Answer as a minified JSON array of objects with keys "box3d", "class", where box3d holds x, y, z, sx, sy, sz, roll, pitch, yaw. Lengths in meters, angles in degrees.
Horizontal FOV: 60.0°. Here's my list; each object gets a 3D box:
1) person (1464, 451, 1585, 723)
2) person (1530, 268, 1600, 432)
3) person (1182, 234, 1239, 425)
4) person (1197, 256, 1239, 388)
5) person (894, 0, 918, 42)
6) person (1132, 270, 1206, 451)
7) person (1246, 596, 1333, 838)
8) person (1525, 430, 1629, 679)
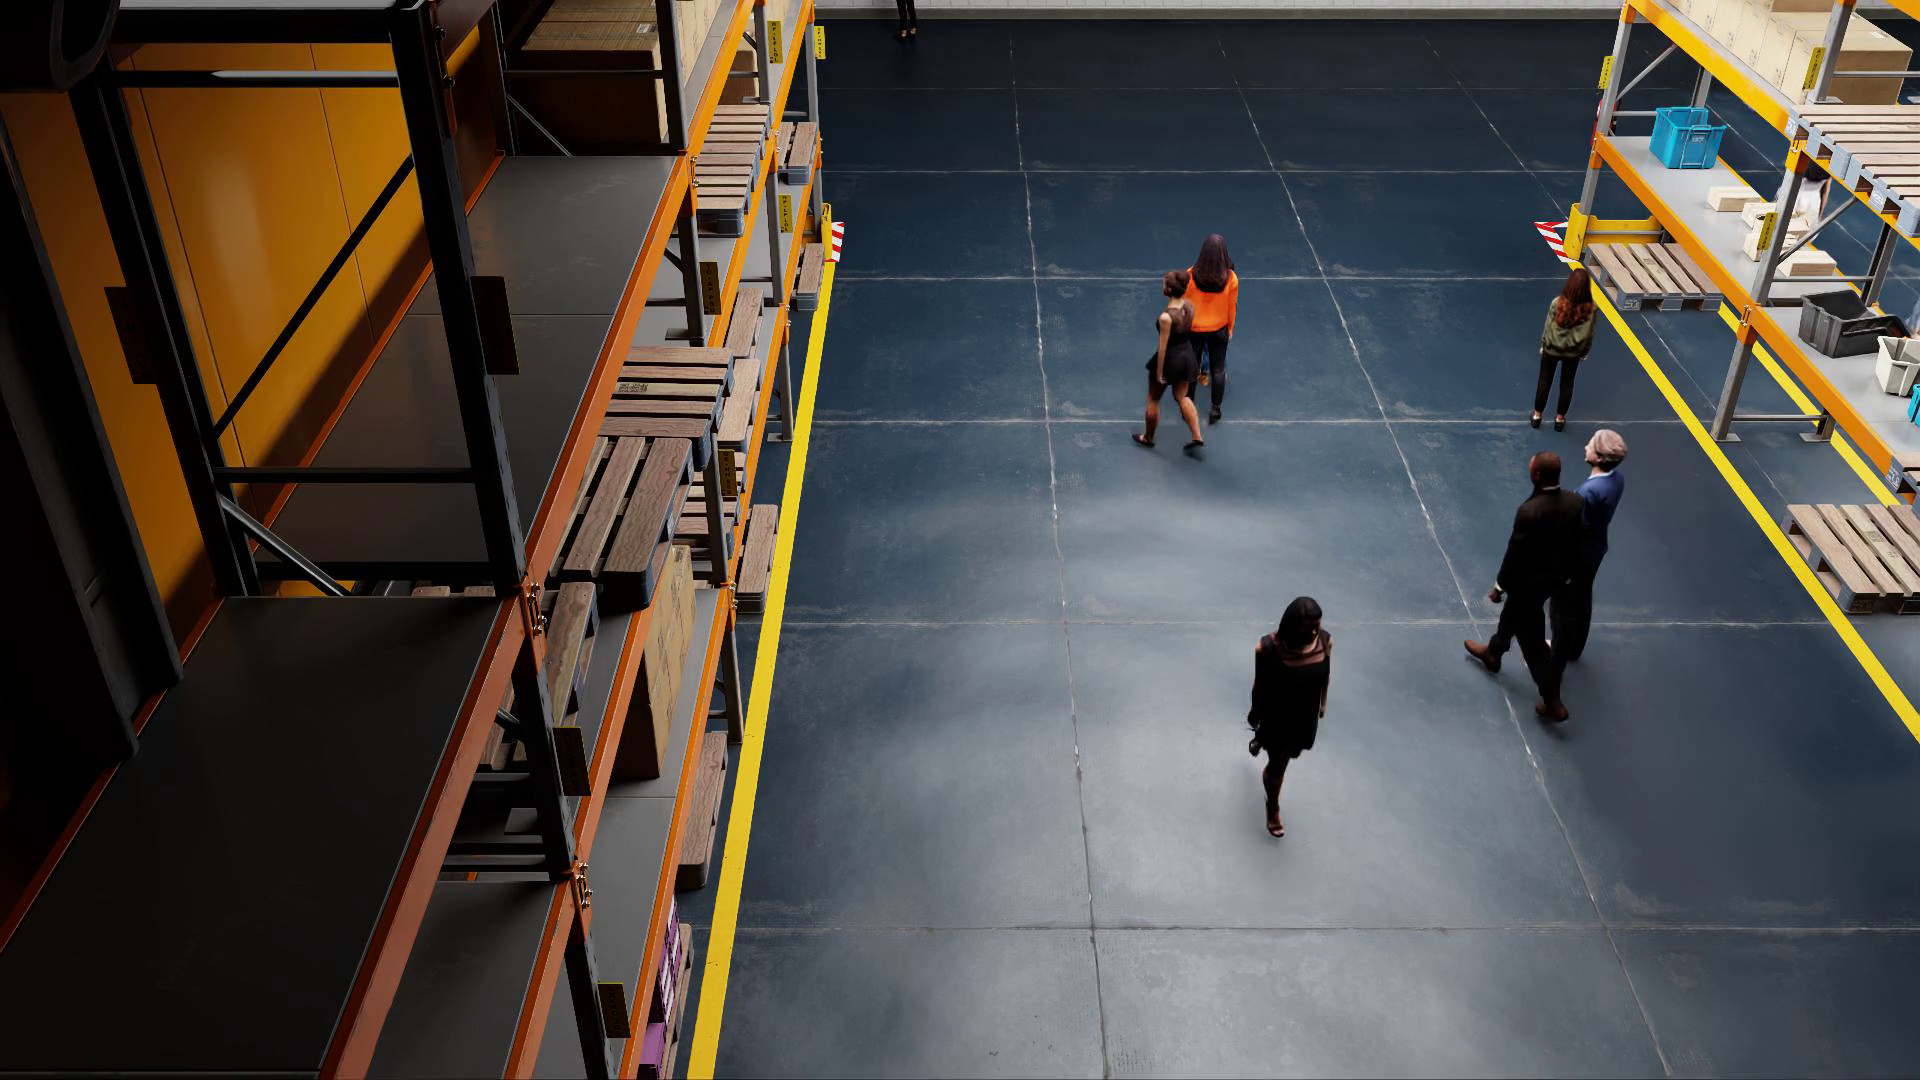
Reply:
[{"box3d":[3.841,0.342,10.945,1.152,1.855,1.399,-15,36,-21],"class":"person"},{"box3d":[5.176,-1.635,14.261,0.613,1.475,0.569,7,34,11],"class":"person"},{"box3d":[2.120,-1.805,14.270,0.654,1.749,0.599,5,34,8],"class":"person"},{"box3d":[2.319,-1.974,14.974,0.495,1.251,0.500,-1,34,-2],"class":"person"},{"box3d":[-0.774,-7.862,23.624,0.602,1.482,0.647,-25,41,-33],"class":"person"},{"box3d":[1.833,-1.460,13.828,0.875,1.663,0.963,-27,42,-35],"class":"person"},{"box3d":[1.943,0.997,10.102,0.802,1.696,1.002,-9,35,-13],"class":"person"},{"box3d":[4.237,0.087,11.314,0.783,1.870,0.705,26,41,33],"class":"person"}]
